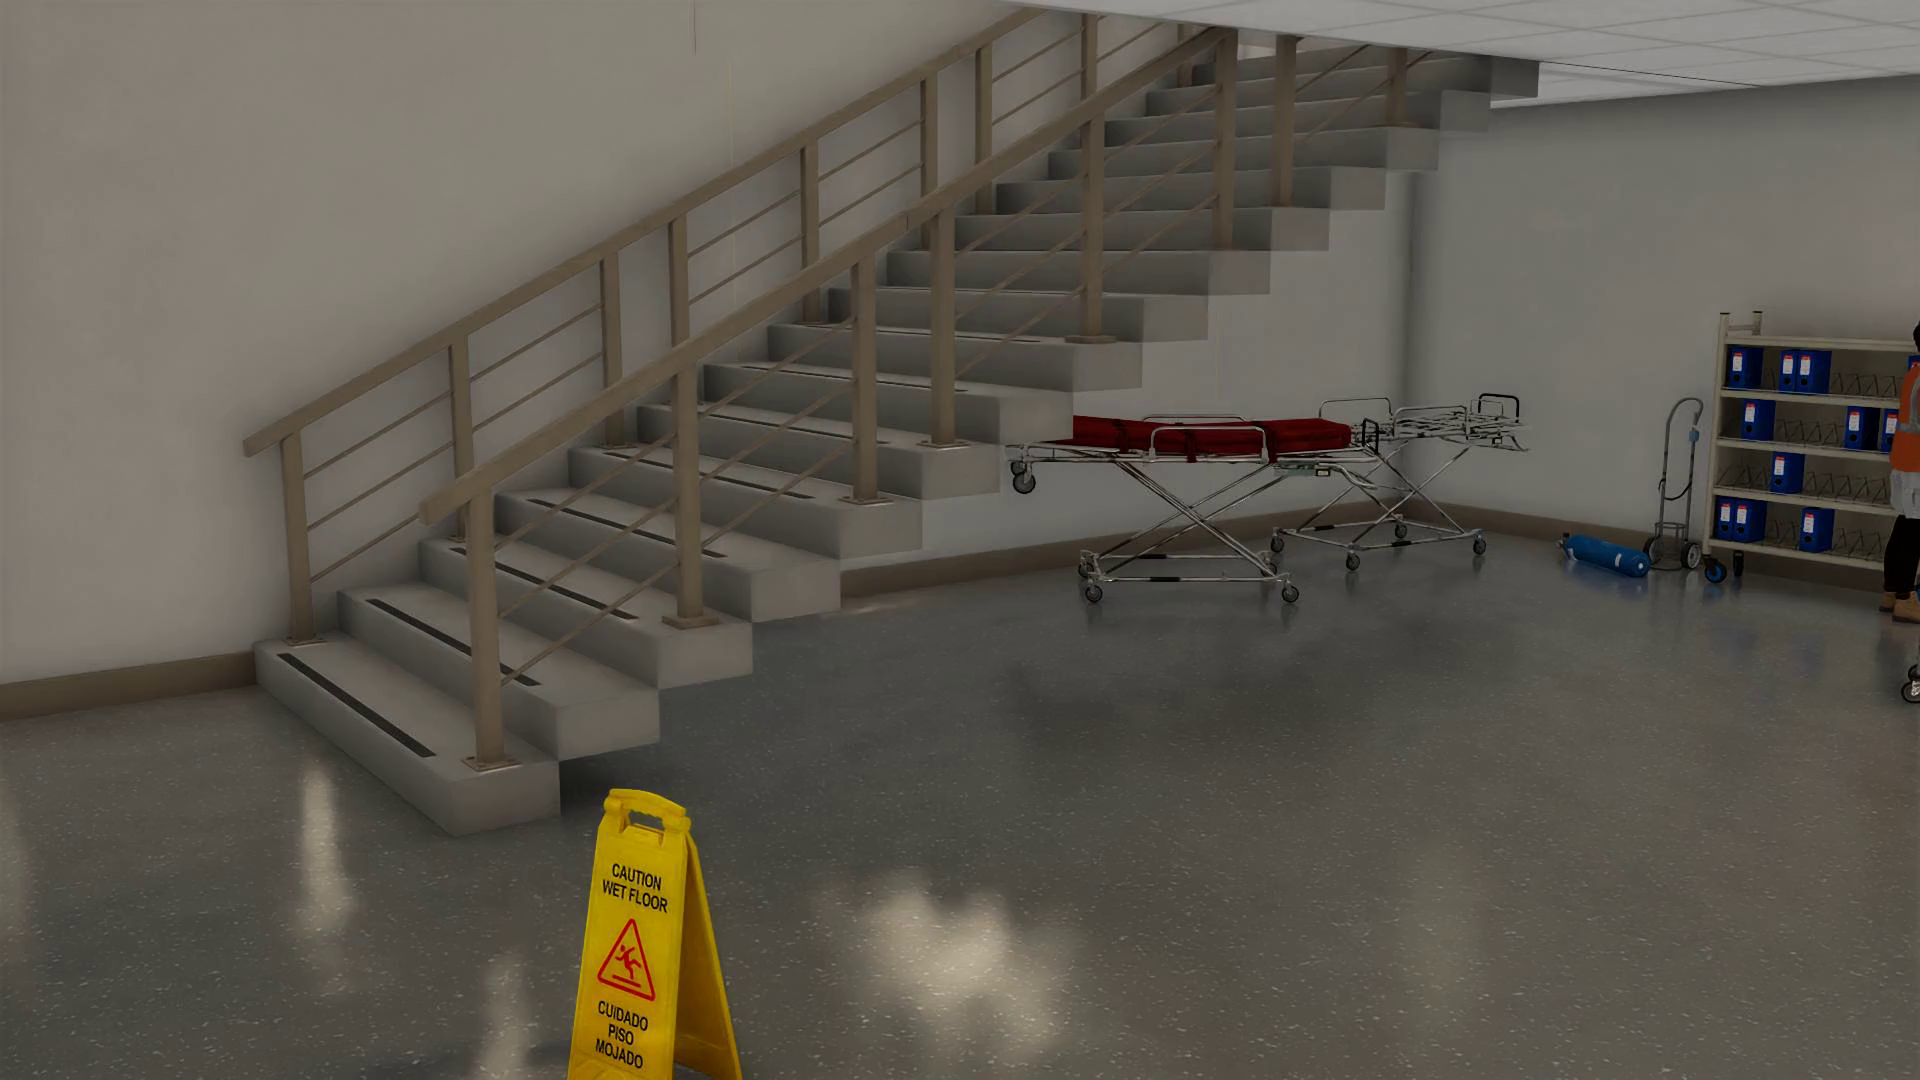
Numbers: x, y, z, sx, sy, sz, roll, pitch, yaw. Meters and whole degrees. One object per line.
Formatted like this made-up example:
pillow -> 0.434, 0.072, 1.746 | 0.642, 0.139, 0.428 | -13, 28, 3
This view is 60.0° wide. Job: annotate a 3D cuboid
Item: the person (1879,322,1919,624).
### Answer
person -> 5.269, -0.393, 9.091 | 0.315, 1.695, 0.541 | 3, 10, 17
